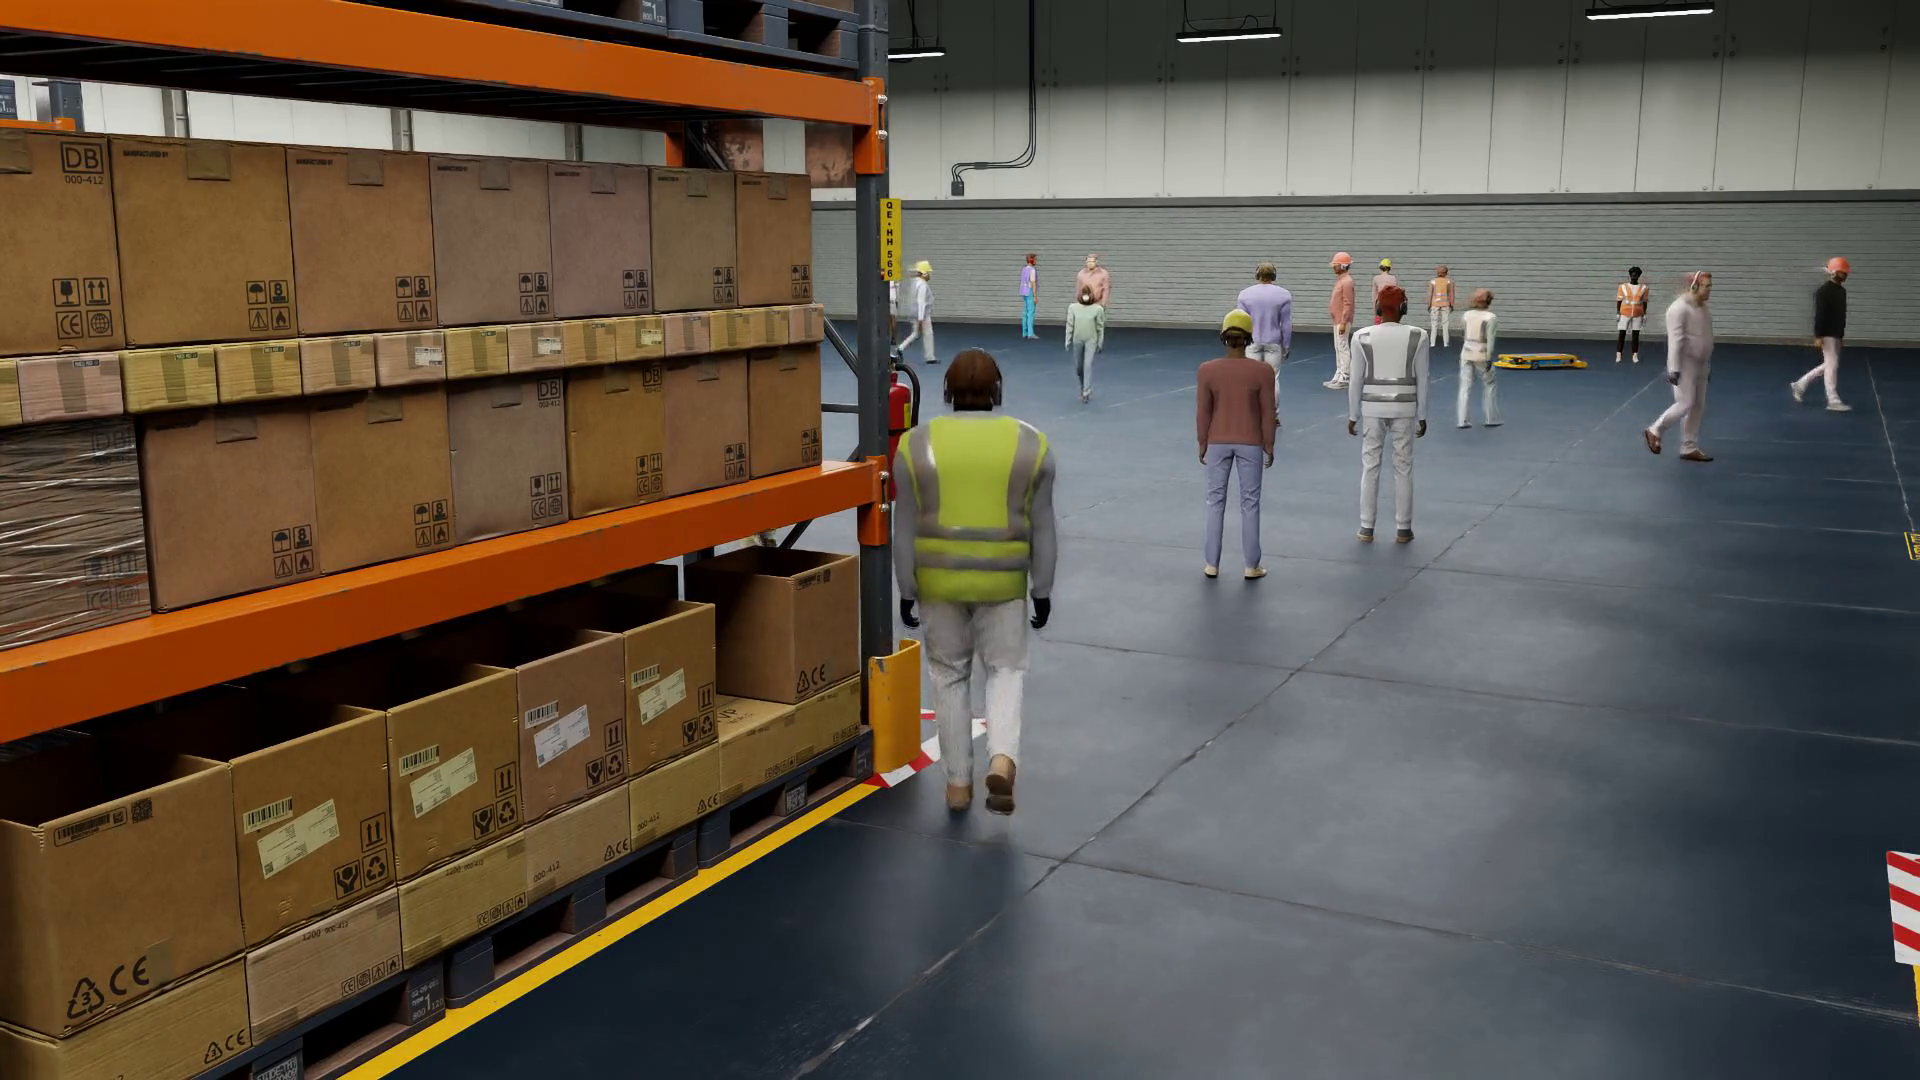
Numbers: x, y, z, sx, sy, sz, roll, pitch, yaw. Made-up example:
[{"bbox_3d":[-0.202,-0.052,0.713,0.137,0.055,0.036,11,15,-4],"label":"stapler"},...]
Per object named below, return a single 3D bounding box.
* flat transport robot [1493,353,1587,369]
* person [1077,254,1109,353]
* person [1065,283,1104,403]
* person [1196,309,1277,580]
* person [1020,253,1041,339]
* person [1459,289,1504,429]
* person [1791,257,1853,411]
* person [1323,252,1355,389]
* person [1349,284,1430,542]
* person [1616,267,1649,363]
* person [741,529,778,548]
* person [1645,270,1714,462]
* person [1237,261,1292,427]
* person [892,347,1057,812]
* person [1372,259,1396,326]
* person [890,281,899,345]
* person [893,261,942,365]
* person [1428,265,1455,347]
[{"bbox_3d":[9.790,-3.033,28.111,1.431,0.197,0.652,-4,11,-19],"label":"flat transport robot"},{"bbox_3d":[2.518,-4.502,31.769,0.641,1.870,0.858,2,11,11],"label":"person"},{"bbox_3d":[1.707,-2.682,22.546,0.499,1.606,0.724,3,11,18],"label":"person"},{"bbox_3d":[1.799,-0.618,10.863,0.525,1.770,0.306,3,11,18],"label":"person"},{"bbox_3d":[1.508,-5.276,36.032,0.389,1.849,0.565,-4,11,-22],"label":"person"},{"bbox_3d":[6.101,-2.107,19.400,0.728,1.609,0.517,-8,13,-36],"label":"person"},{"bbox_3d":[11.218,-2.675,21.526,0.637,1.972,0.836,-8,13,-37],"label":"person"},{"bbox_3d":[5.584,-3.213,24.402,0.385,1.990,0.608,0,10,2],"label":"person"},{"bbox_3d":[3.140,-0.922,12.196,0.572,1.886,0.353,3,11,14],"label":"person"},{"bbox_3d":[11.823,-3.959,29.285,0.532,1.693,0.319,3,11,14],"label":"person"},{"bbox_3d":[-1.377,-0.617,11.241,0.512,1.620,0.344,-4,11,-21],"label":"person"},{"bbox_3d":[7.244,-1.729,16.555,0.670,1.891,0.545,-8,13,-37],"label":"person"},{"bbox_3d":[3.556,-2.284,19.476,0.636,1.938,0.358,2,11,11],"label":"person"},{"bbox_3d":[0.052,0.180,6.366,0.628,1.826,0.564,0,10,-1],"label":"person"},{"bbox_3d":[8.516,-4.747,33.369,0.525,1.772,0.301,9,14,40],"label":"person"},{"bbox_3d":[-1.505,-4.921,33.860,0.545,1.938,0.361,-5,11,-24],"label":"person"},{"bbox_3d":[-0.726,-3.918,28.756,0.760,1.811,0.604,-3,11,-16],"label":"person"},{"bbox_3d":[9.641,-4.679,33.360,0.520,1.636,0.312,3,11,16],"label":"person"}]
